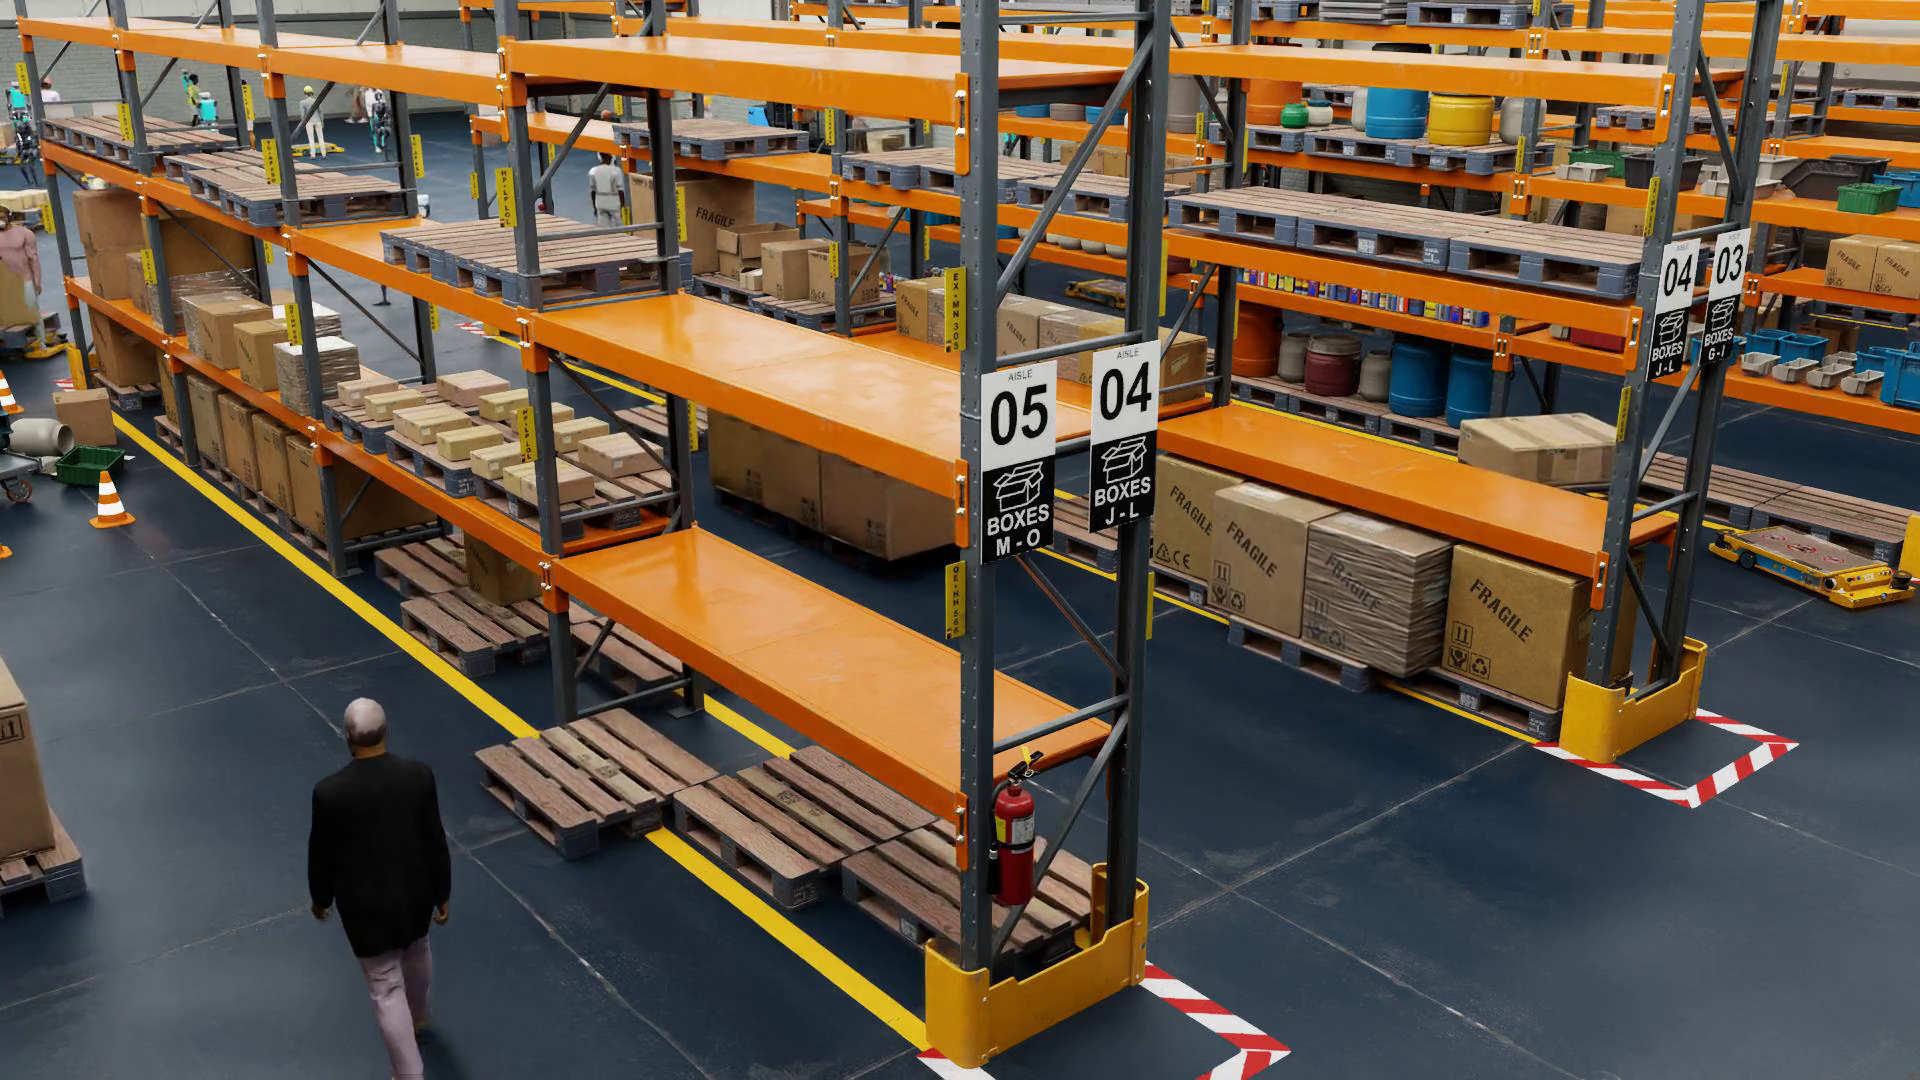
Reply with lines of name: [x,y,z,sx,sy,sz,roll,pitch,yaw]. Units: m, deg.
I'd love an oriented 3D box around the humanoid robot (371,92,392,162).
humanoid robot: [-13.995,-10.045,40.410,0.601,1.648,0.450,8,21,21]

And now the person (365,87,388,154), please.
person: [-14.711,-10.703,41.997,0.476,1.857,0.977,-8,21,-21]

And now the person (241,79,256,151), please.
person: [-17.958,-10.666,41.898,0.395,1.856,0.790,-8,21,-22]

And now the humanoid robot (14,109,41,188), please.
humanoid robot: [-20.072,-8.422,35.784,0.596,1.652,0.322,8,21,22]

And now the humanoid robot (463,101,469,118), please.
humanoid robot: [-13.141,-11.618,44.933,0.588,1.618,0.798,0,19,0]

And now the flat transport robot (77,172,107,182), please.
flat transport robot: [-18.914,-8.175,37.201,0.659,0.231,1.431,9,21,24]

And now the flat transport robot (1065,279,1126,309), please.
flat transport robot: [2.226,-3.560,24.069,0.659,0.231,1.431,-14,24,-34]

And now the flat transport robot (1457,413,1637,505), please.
flat transport robot: [5.213,-0.321,14.850,0.659,0.231,1.431,-4,20,-11]

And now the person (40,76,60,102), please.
person: [-22.184,-10.267,40.561,0.729,1.988,0.863,-4,20,-12]

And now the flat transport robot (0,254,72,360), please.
flat transport robot: [-12.024,-2.430,20.852,1.431,0.231,0.659,-2,19,-6]

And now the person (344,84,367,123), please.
person: [-18.176,-13.375,49.622,0.538,1.839,0.912,16,25,38]

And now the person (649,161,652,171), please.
person: [-6.028,-7.557,33.220,0.342,1.743,0.475,7,21,20]

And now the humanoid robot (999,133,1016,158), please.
humanoid robot: [0.842,-7.908,34.204,0.674,1.794,0.535,3,20,9]

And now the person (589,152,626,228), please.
person: [-5.586,-5.335,26.578,0.641,1.951,0.439,5,20,14]

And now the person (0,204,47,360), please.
person: [-11.620,-3.169,20.462,0.621,1.932,0.369,-4,20,-12]

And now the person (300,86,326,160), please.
person: [-15.858,-10.213,40.756,0.522,1.761,0.325,-12,22,-30]

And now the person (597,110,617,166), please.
person: [-7.015,-7.585,33.084,0.356,1.887,0.571,5,20,14]

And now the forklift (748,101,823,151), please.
forklift: [-4.526,-11.368,42.374,1.129,2.768,1.873,-15,24,-37]

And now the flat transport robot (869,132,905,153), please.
flat transport robot: [-1.648,-8.373,37.765,0.659,0.231,1.431,-17,26,-40]

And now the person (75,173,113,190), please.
person: [-15.692,-6.554,30.209,0.533,1.850,0.942,7,20,18]

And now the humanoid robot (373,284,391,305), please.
humanoid robot: [-8.108,-4.165,23.695,0.659,1.639,0.615,-7,21,-20]

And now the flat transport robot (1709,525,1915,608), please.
flat transport robot: [6.832,0.193,13.386,0.659,0.231,1.431,-8,21,-21]

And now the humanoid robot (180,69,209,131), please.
humanoid robot: [-21.636,-12.472,47.248,0.800,1.782,0.531,-14,24,-35]

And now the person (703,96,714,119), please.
person: [-5.681,-8.877,36.817,0.930,1.860,0.576,6,20,15]

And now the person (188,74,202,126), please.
person: [-21.357,-12.171,46.468,0.517,1.653,0.556,3,20,9]

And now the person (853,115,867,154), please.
person: [-2.120,-8.214,35.114,0.790,1.729,0.533,14,24,34]

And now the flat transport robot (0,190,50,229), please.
flat transport robot: [-17.232,-5.740,30.271,0.659,0.231,1.431,-2,19,-6]

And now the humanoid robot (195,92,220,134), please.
humanoid robot: [-17.816,-9.686,39.270,1.002,1.730,0.549,13,23,32]

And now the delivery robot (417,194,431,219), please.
delivery robot: [-10.496,-6.399,31.708,0.790,0.589,0.499,-4,20,-12]

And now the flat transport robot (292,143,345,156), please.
flat transport robot: [-16.377,-9.861,42.001,0.659,0.231,1.431,17,25,40]

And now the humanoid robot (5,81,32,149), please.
humanoid robot: [-24.058,-10.812,42.589,0.542,1.829,0.790,-12,23,-31]

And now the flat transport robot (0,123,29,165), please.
flat transport robot: [-23.187,-9.161,40.008,1.431,0.231,0.659,-7,21,-19]

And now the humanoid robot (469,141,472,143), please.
humanoid robot: [-12.610,-11.196,43.724,0.751,1.621,0.613,-3,20,-10]

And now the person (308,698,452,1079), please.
person: [-2.555,1.521,7.278,0.548,1.816,0.928,-13,23,-33]
